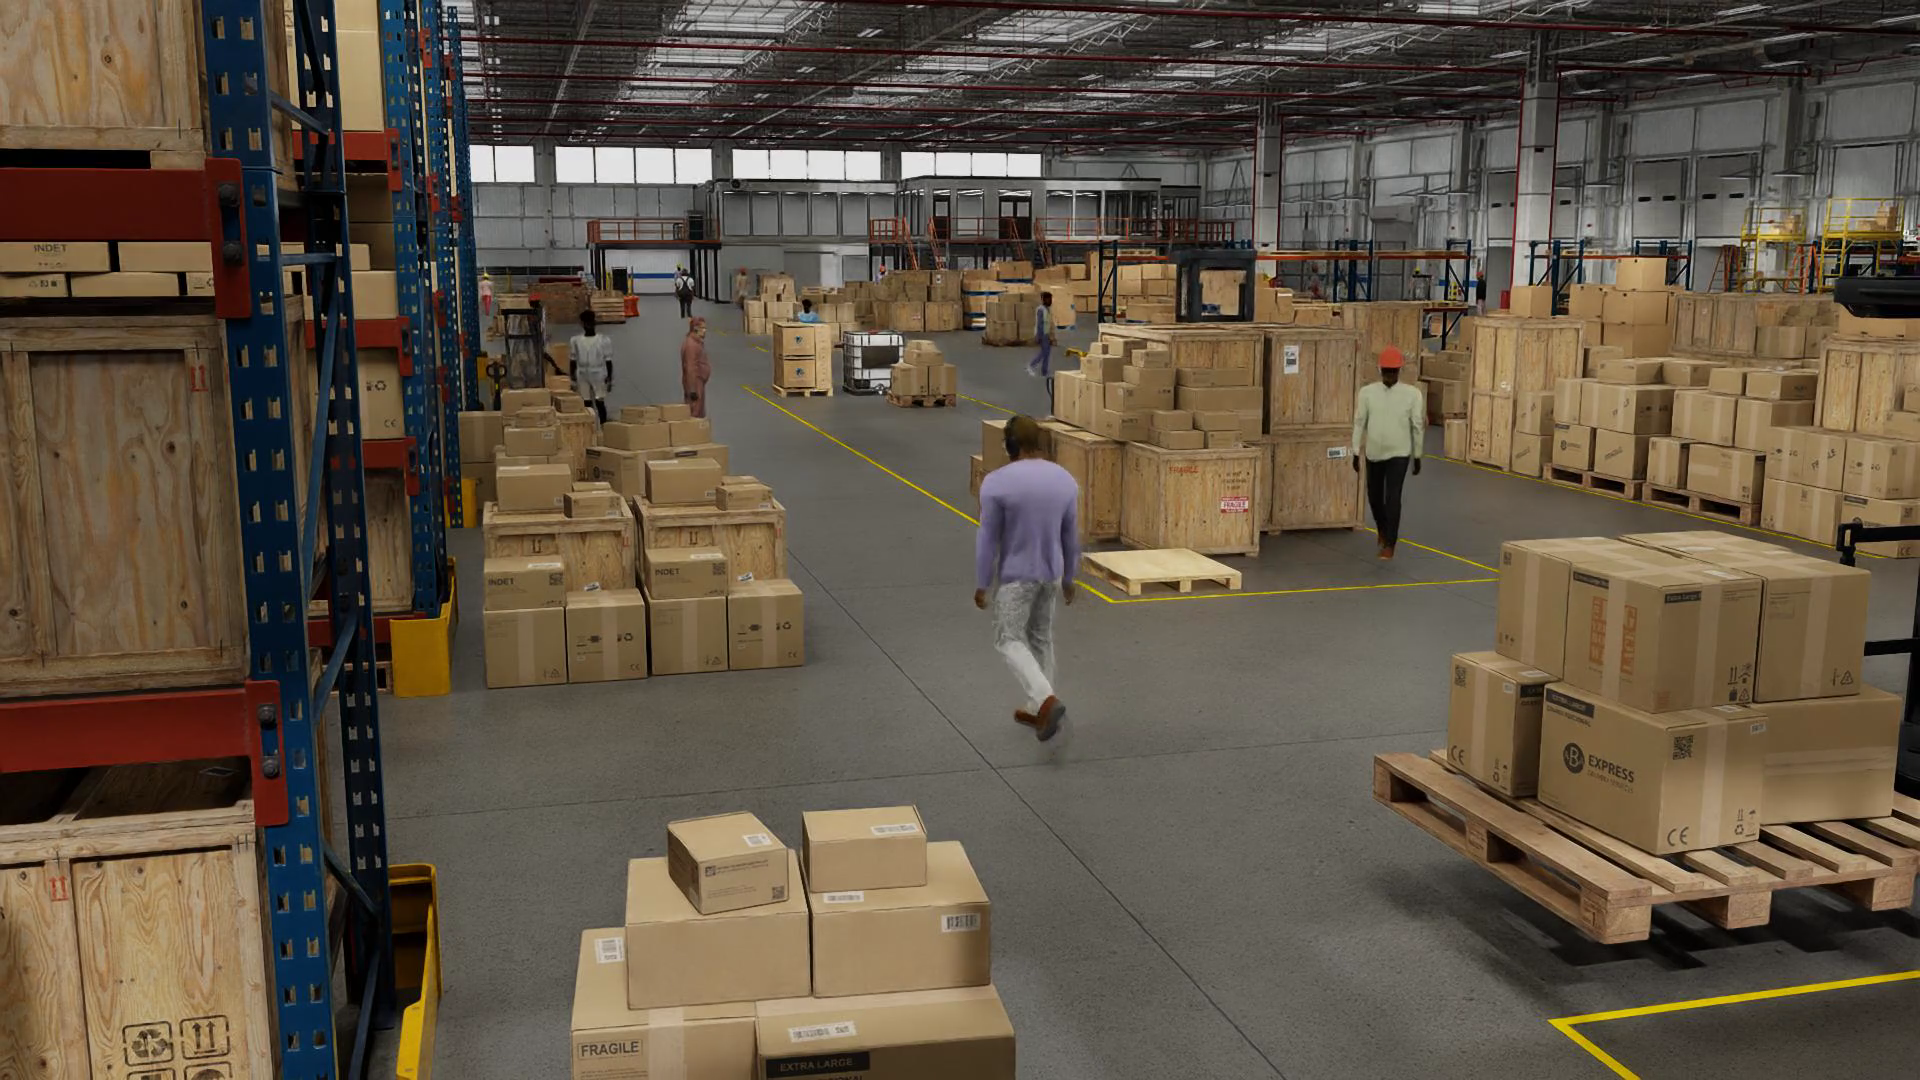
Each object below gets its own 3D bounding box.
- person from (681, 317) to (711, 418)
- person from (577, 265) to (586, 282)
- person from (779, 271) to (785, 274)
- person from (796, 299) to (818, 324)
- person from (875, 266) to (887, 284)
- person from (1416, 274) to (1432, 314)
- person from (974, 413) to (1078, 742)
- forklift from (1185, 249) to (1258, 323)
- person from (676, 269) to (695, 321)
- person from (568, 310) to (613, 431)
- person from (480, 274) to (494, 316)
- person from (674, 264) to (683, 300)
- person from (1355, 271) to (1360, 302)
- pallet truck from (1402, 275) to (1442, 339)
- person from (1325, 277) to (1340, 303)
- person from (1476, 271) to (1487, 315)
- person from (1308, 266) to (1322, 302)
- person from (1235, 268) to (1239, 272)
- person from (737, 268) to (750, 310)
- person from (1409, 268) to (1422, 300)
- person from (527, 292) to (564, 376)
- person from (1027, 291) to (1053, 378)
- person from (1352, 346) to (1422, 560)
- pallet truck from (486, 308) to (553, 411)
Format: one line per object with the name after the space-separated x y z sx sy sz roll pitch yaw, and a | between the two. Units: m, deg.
-3.652 -2.143 23.090 0.399 1.902 0.672 0 10 -1 | person
-19.708 -13.366 86.676 0.583 1.882 0.337 8 13 38 | person
-6.986 -9.642 65.483 0.638 1.921 0.743 2 10 11 | person
-3.495 -4.606 37.650 0.558 1.664 0.755 2 10 14 | person
-3.344 -10.820 71.840 0.605 2.033 0.392 -4 11 -21 | person
17.704 -9.259 63.624 0.647 1.816 0.522 1 10 7 | person
0.433 0.232 9.606 0.651 1.916 0.713 -6 12 -31 | person
3.557 -2.591 22.845 1.129 2.768 1.873 -1 10 -5 | forklift
-10.650 -9.534 64.539 0.731 2.000 1.043 -1 10 -6 | person
-5.343 -2.335 24.015 0.610 1.945 0.460 0 10 2 | person
-19.681 -10.186 69.152 0.522 1.720 0.945 0 10 -1 | person
-15.158 -13.931 89.754 0.372 1.925 0.595 7 12 33 | person
19.179 -12.228 80.783 0.561 1.678 0.433 -5 11 -28 | person
14.620 -7.324 52.145 0.823 1.965 1.885 8 13 40 | pallet truck
12.335 -7.830 55.441 0.539 1.849 0.539 -2 10 -13 | person
18.771 -8.712 60.011 0.396 1.992 0.622 8 13 39 | person
16.928 -12.068 79.163 1.004 1.958 0.625 0 10 0 | person
16.054 -15.076 96.268 0.614 1.924 0.726 -1 10 -5 | person
-9.734 -11.324 75.039 0.583 1.904 0.836 -5 11 -28 | person
20.723 -11.412 75.533 0.627 1.901 0.655 3 10 15 | person
-8.965 -4.348 35.587 0.933 1.906 0.553 -7 12 -35 | person
1.796 -4.455 36.192 0.477 1.895 0.595 3 11 18 | person
3.994 -0.837 15.529 0.629 1.969 0.870 4 11 24 | person
-6.242 -2.418 24.362 0.823 1.965 1.885 1 10 3 | pallet truck
